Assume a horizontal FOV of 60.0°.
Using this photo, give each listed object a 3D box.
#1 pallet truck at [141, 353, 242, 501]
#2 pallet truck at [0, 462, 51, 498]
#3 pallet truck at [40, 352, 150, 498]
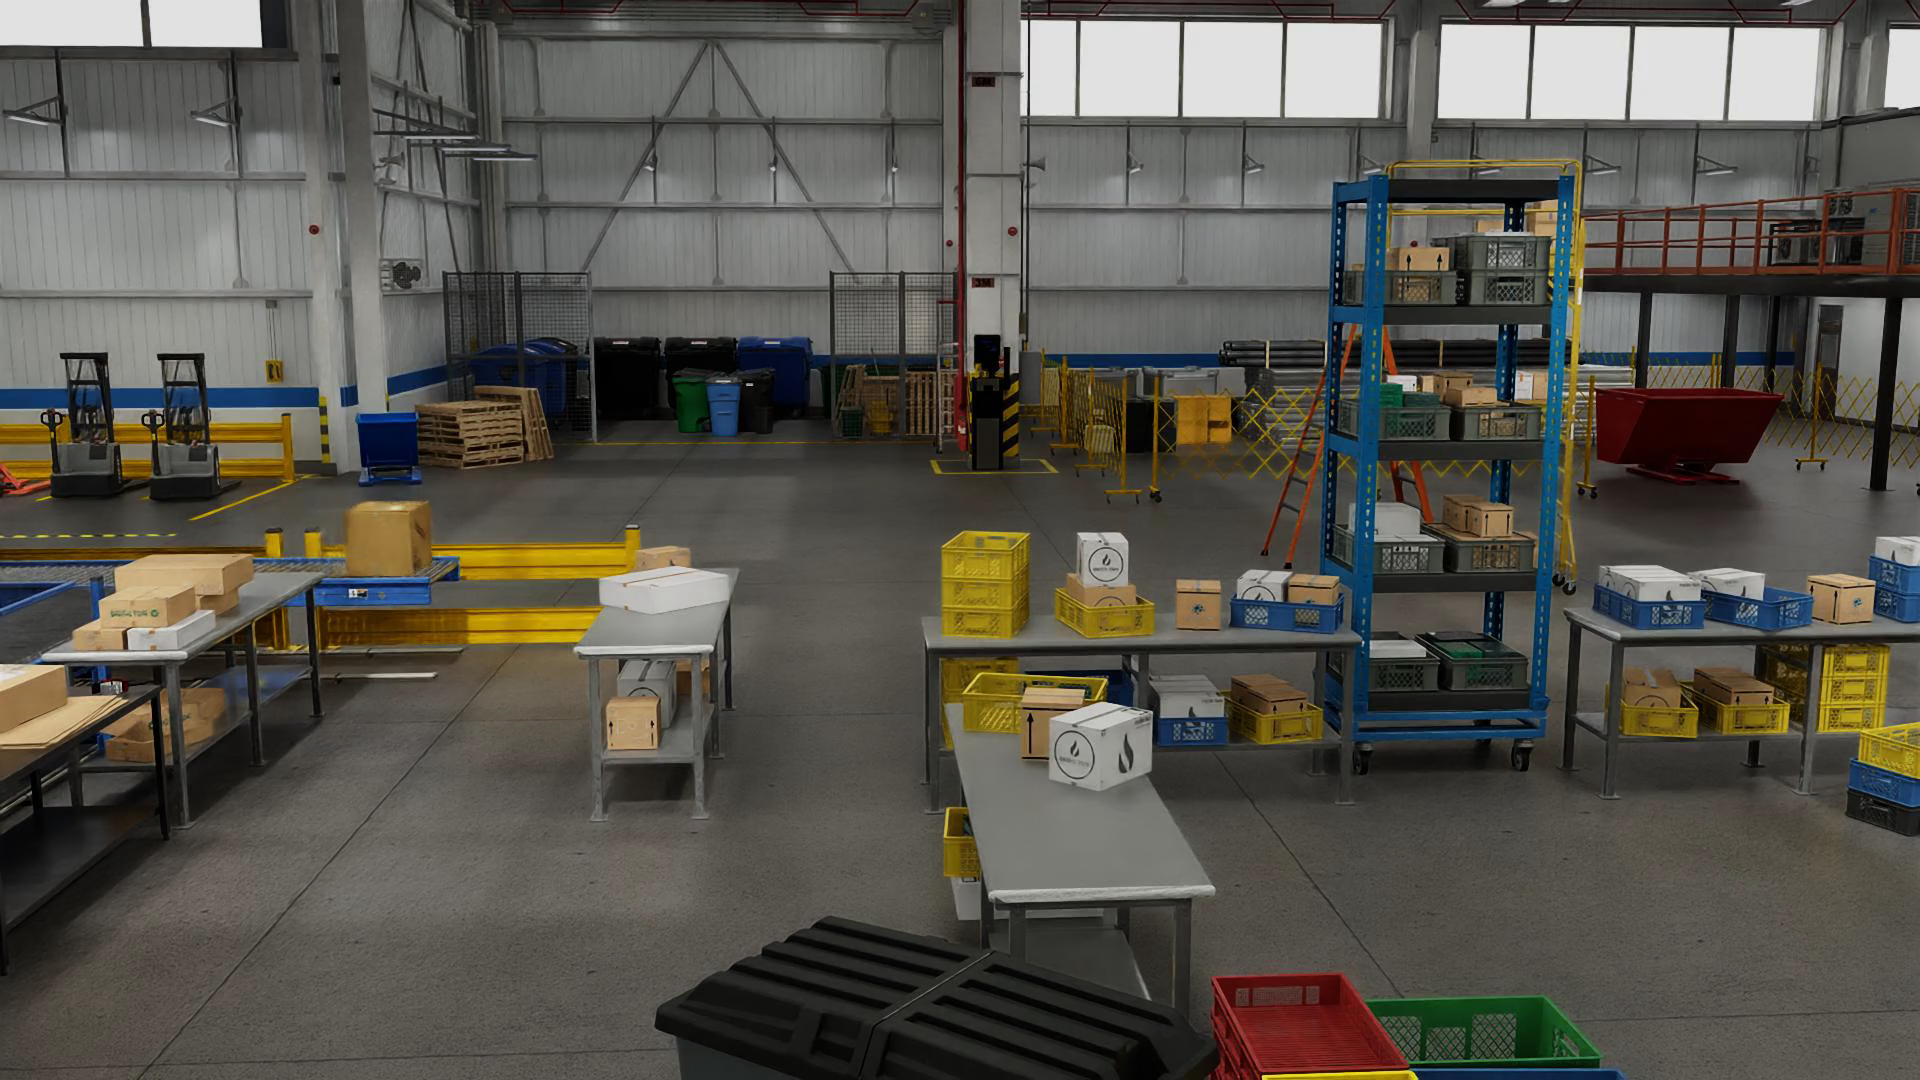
[{"bbox_3d":[-10.520,-1.604,22.925,0.823,1.965,1.885,-1,9,-6],"label":"pallet truck"},{"bbox_3d":[-13.193,-1.293,23.148,0.653,1.274,1.630,-1,9,-4],"label":"pallet truck"},{"bbox_3d":[-11.907,-1.642,23.165,0.823,1.965,1.885,0,9,0],"label":"pallet truck"}]
